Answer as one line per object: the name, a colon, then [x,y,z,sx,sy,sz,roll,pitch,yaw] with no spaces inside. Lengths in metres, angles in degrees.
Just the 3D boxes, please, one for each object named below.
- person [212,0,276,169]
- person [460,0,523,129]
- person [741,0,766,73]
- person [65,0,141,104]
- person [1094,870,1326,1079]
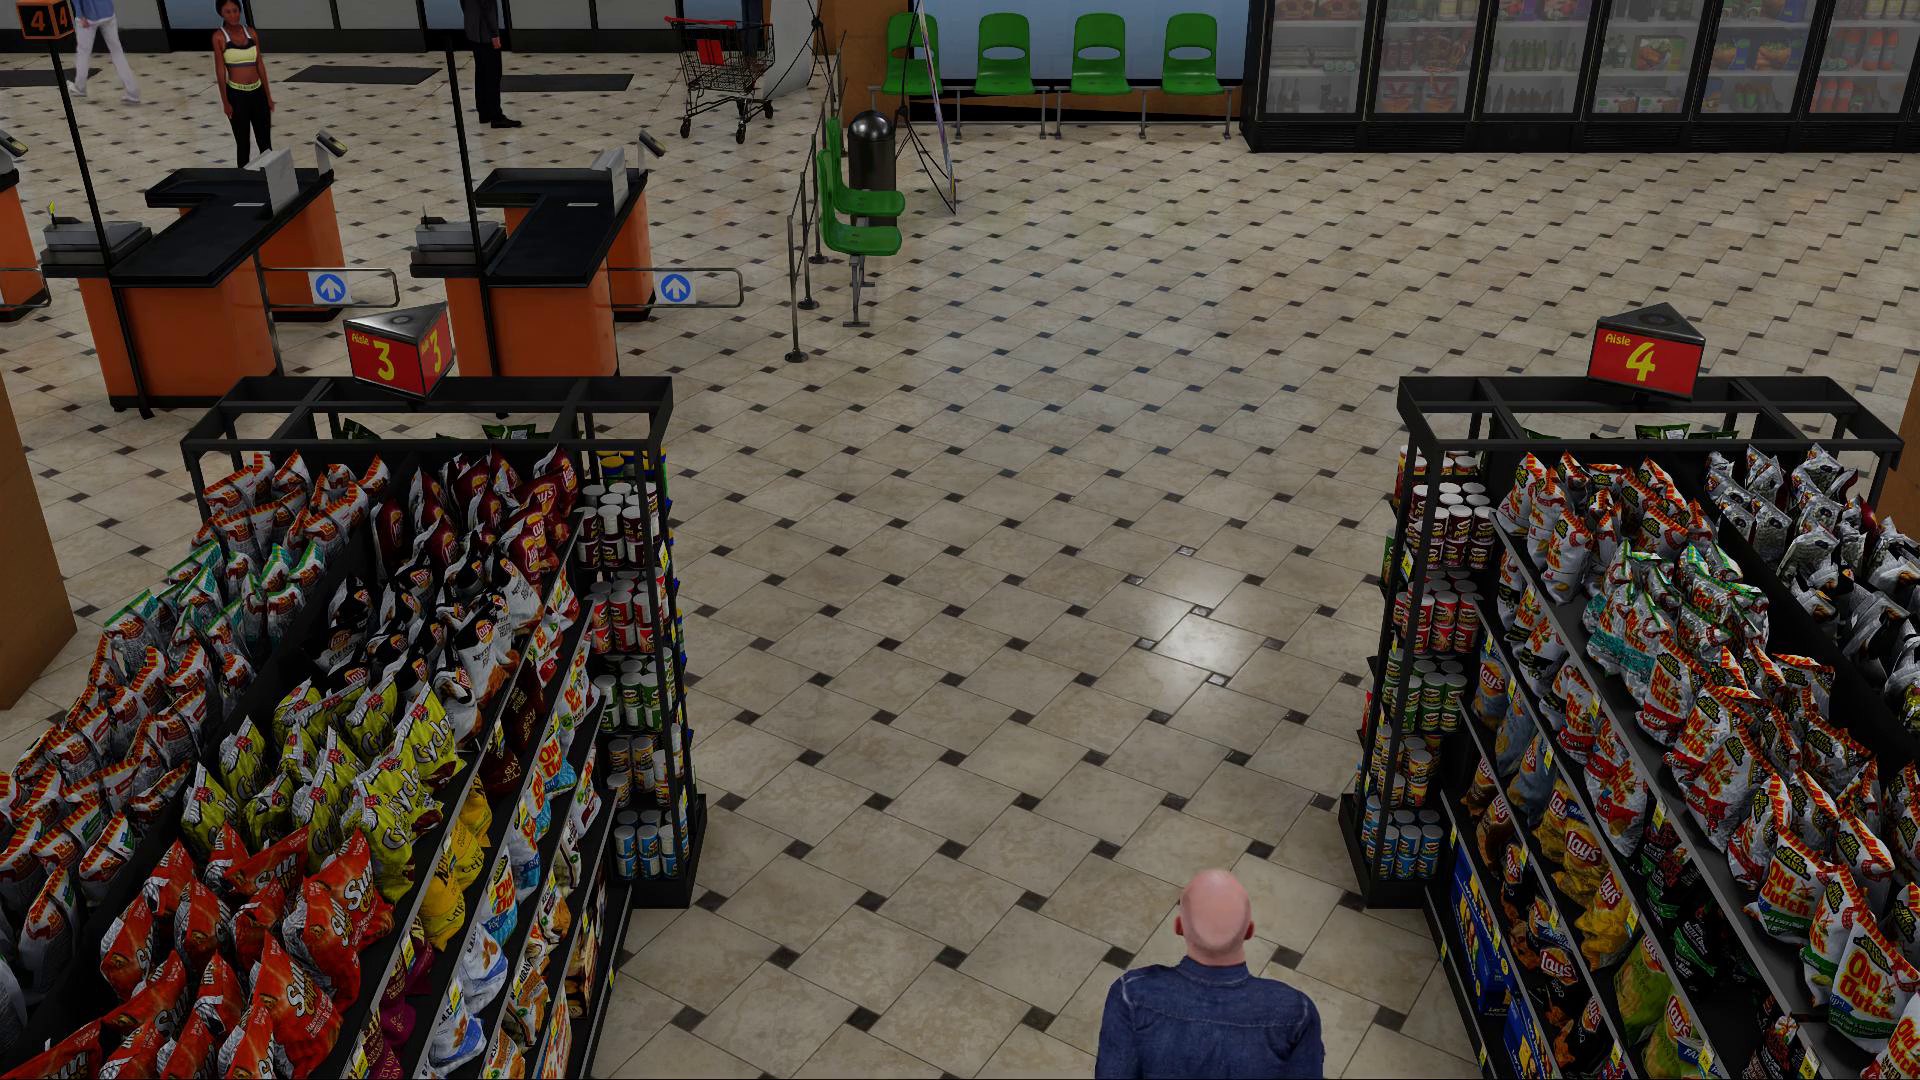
person: [-5.998,-3.694,13.985,0.639,1.754,0.692,-24,37,-37]
person: [-4.658,-4.994,16.276,0.866,1.839,0.771,-21,35,-33]
person: [-2.326,-6.105,18.360,0.731,1.792,0.618,-15,32,-25]
person: [-8.744,-5.345,16.917,1.064,1.841,1.176,14,32,24]
person: [0.595,1.656,4.159,0.844,1.779,1.180,4,29,7]
